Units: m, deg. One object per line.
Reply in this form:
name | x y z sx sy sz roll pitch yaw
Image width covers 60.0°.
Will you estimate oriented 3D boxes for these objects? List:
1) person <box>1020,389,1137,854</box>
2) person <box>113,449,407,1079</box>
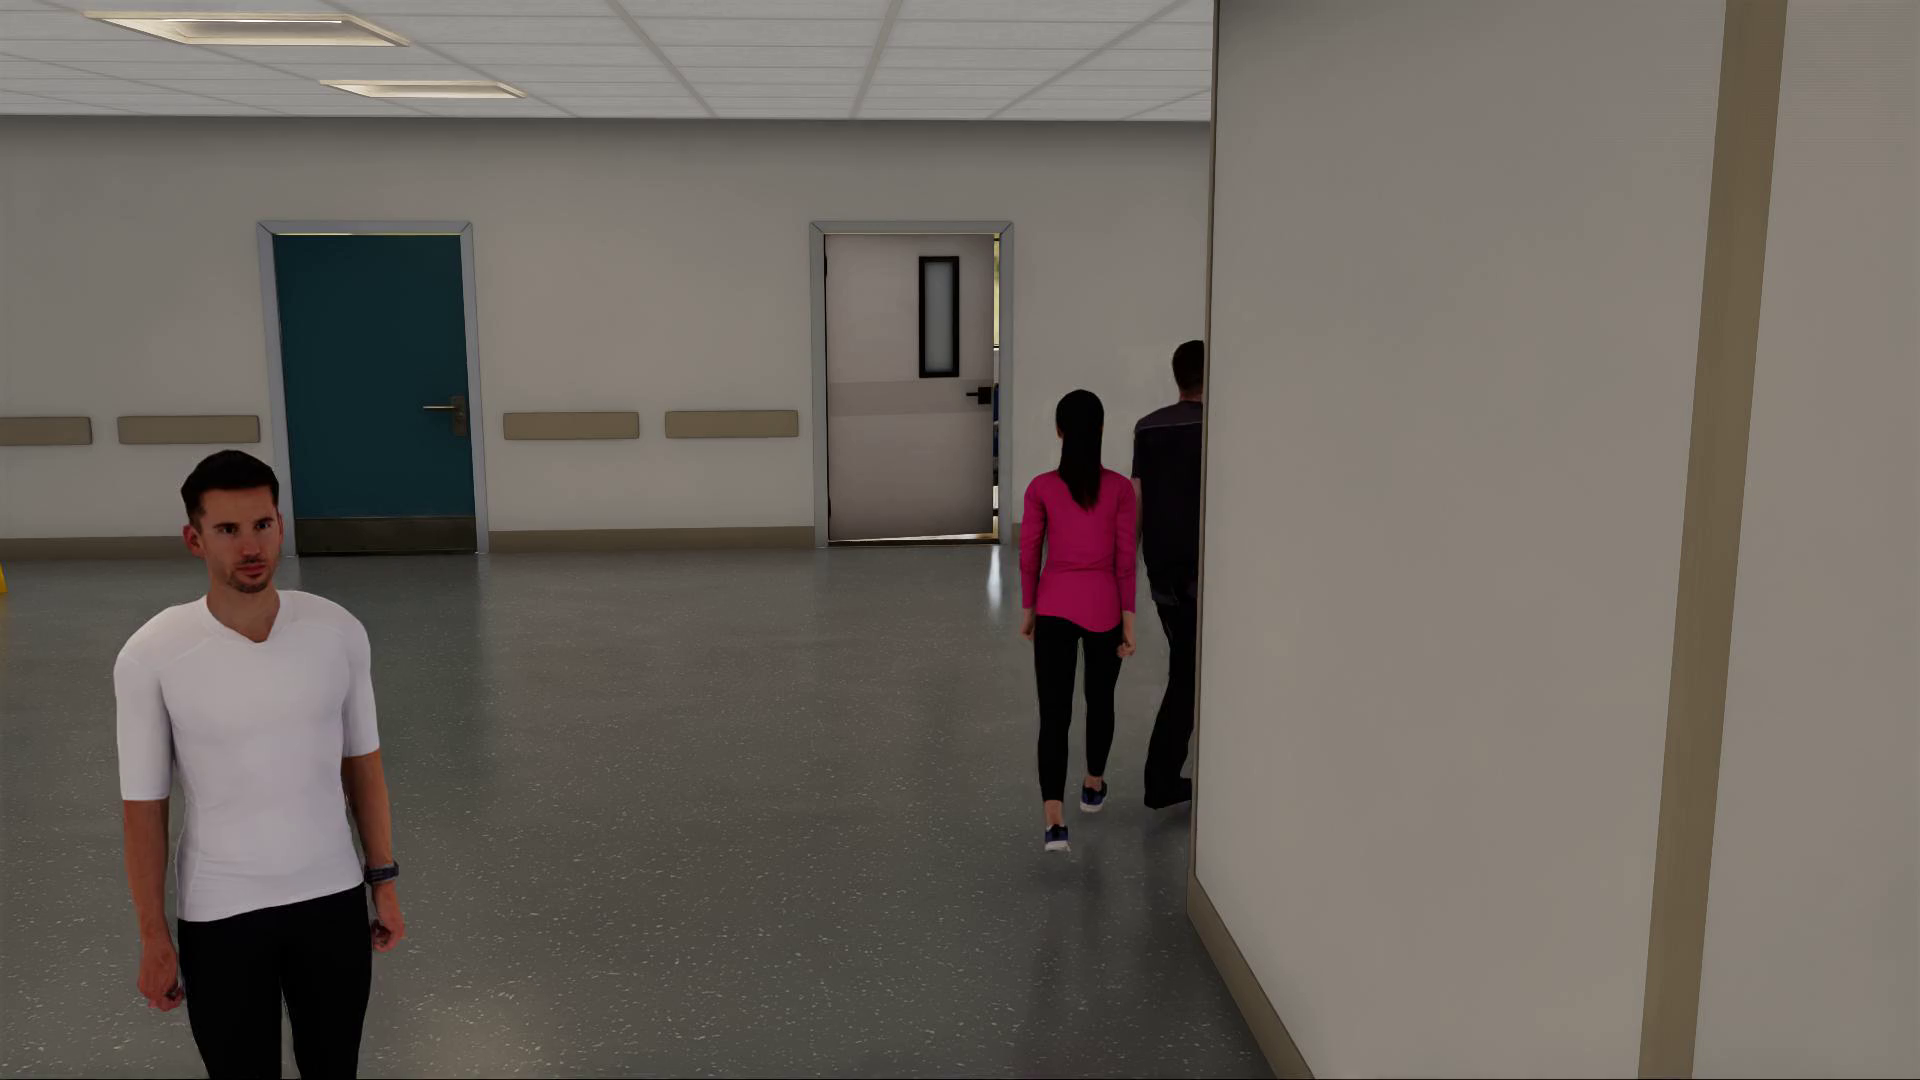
person | 0.415 0.335 6.022 1.115 1.655 0.768 1 11 4
person | -1.429 0.718 3.428 0.887 1.870 0.942 -9 14 -39
